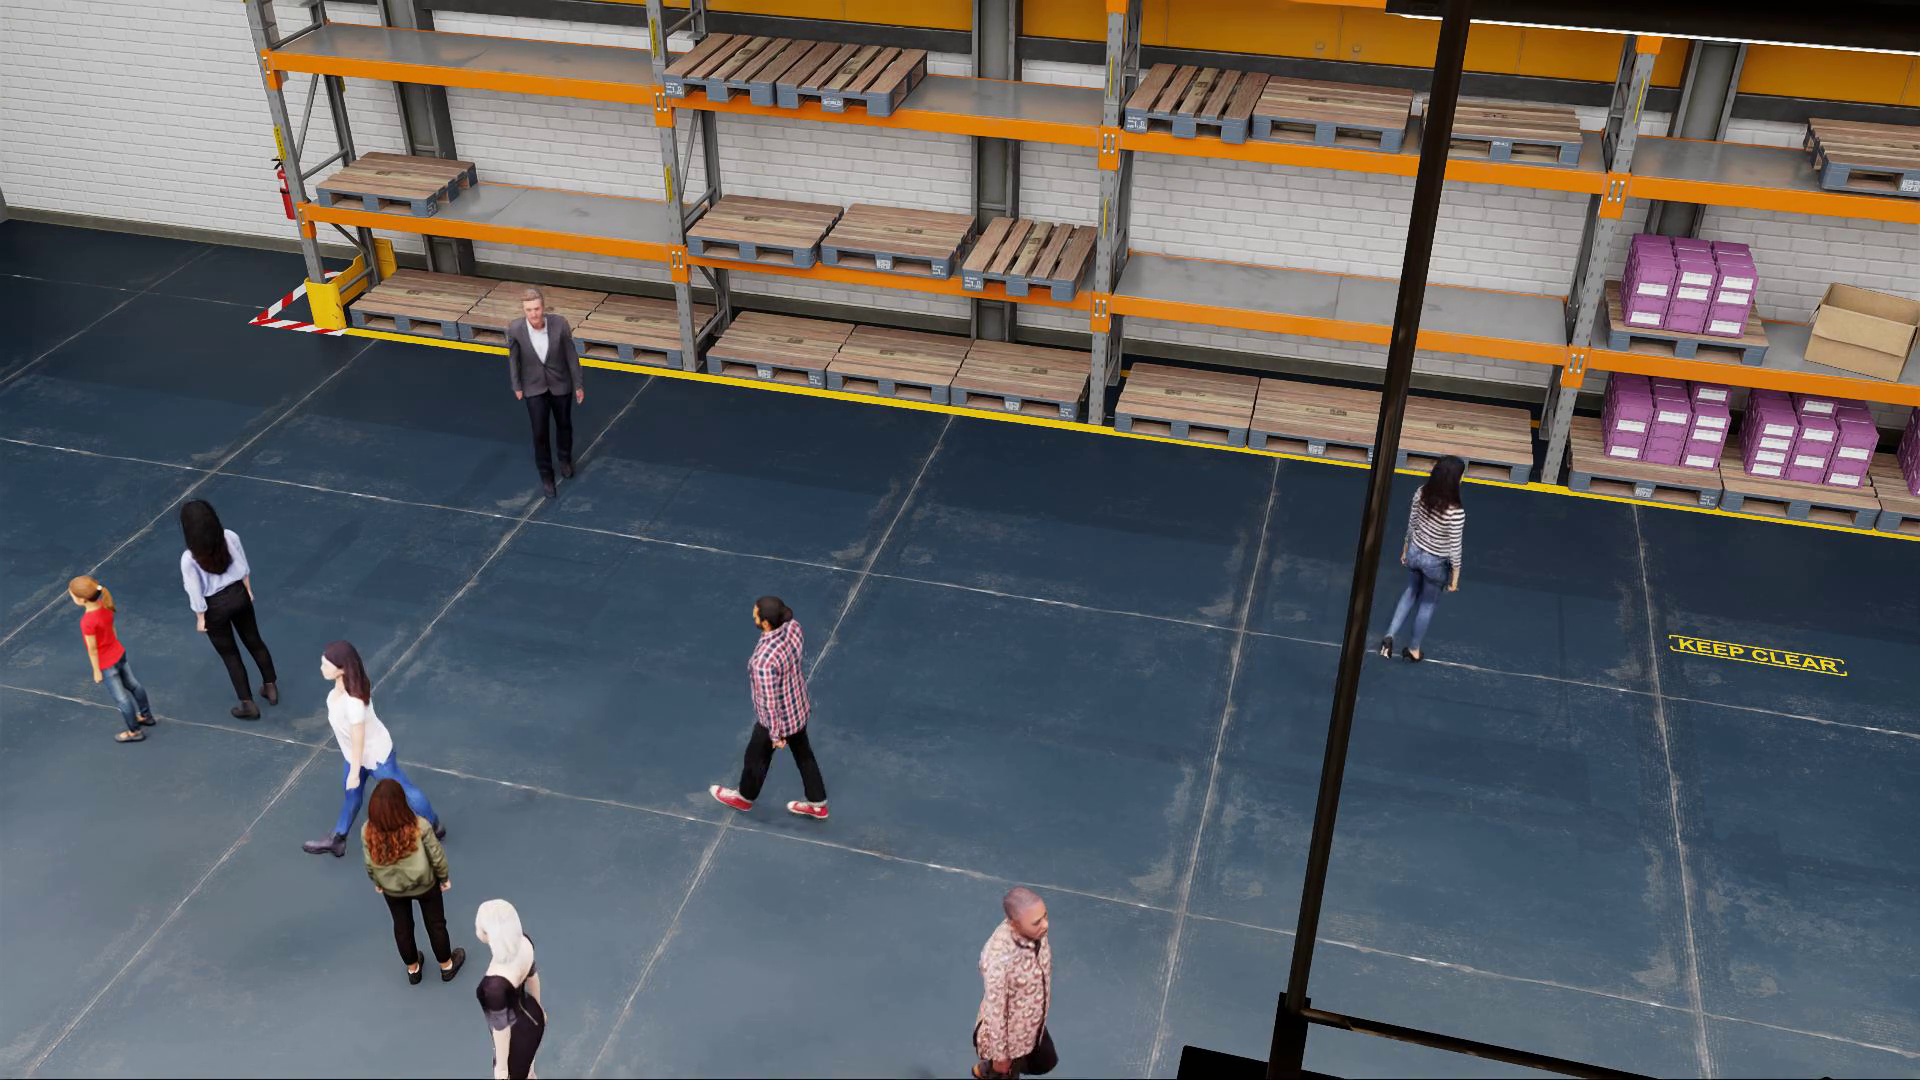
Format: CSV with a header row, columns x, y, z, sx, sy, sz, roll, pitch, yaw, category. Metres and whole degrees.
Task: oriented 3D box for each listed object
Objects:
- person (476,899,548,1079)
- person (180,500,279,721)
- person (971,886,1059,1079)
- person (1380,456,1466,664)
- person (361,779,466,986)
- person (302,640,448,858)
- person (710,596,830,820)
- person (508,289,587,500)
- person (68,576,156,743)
x,y,z,sx,sy,sz,roll,pitch,yaw,category
-2.103,2.498,8.273,0.921,1.816,0.682,3,34,4,person
-5.020,0.473,11.387,0.639,1.743,0.700,17,37,24,person
0.196,2.406,8.434,0.870,1.793,0.821,21,39,28,person
3.247,0.209,11.751,0.862,1.779,0.805,-22,40,-30,person
-3.121,1.935,9.429,0.554,1.475,0.708,-3,34,-4,person
-3.526,1.299,10.236,1.150,1.640,1.051,-15,36,-21,person
-1.057,1.091,10.463,1.055,1.737,0.789,14,36,20,person
-3.488,-1.342,14.053,1.003,1.813,1.050,-13,36,-18,person
-5.757,0.801,11.286,0.546,1.307,0.518,-1,34,-1,person
